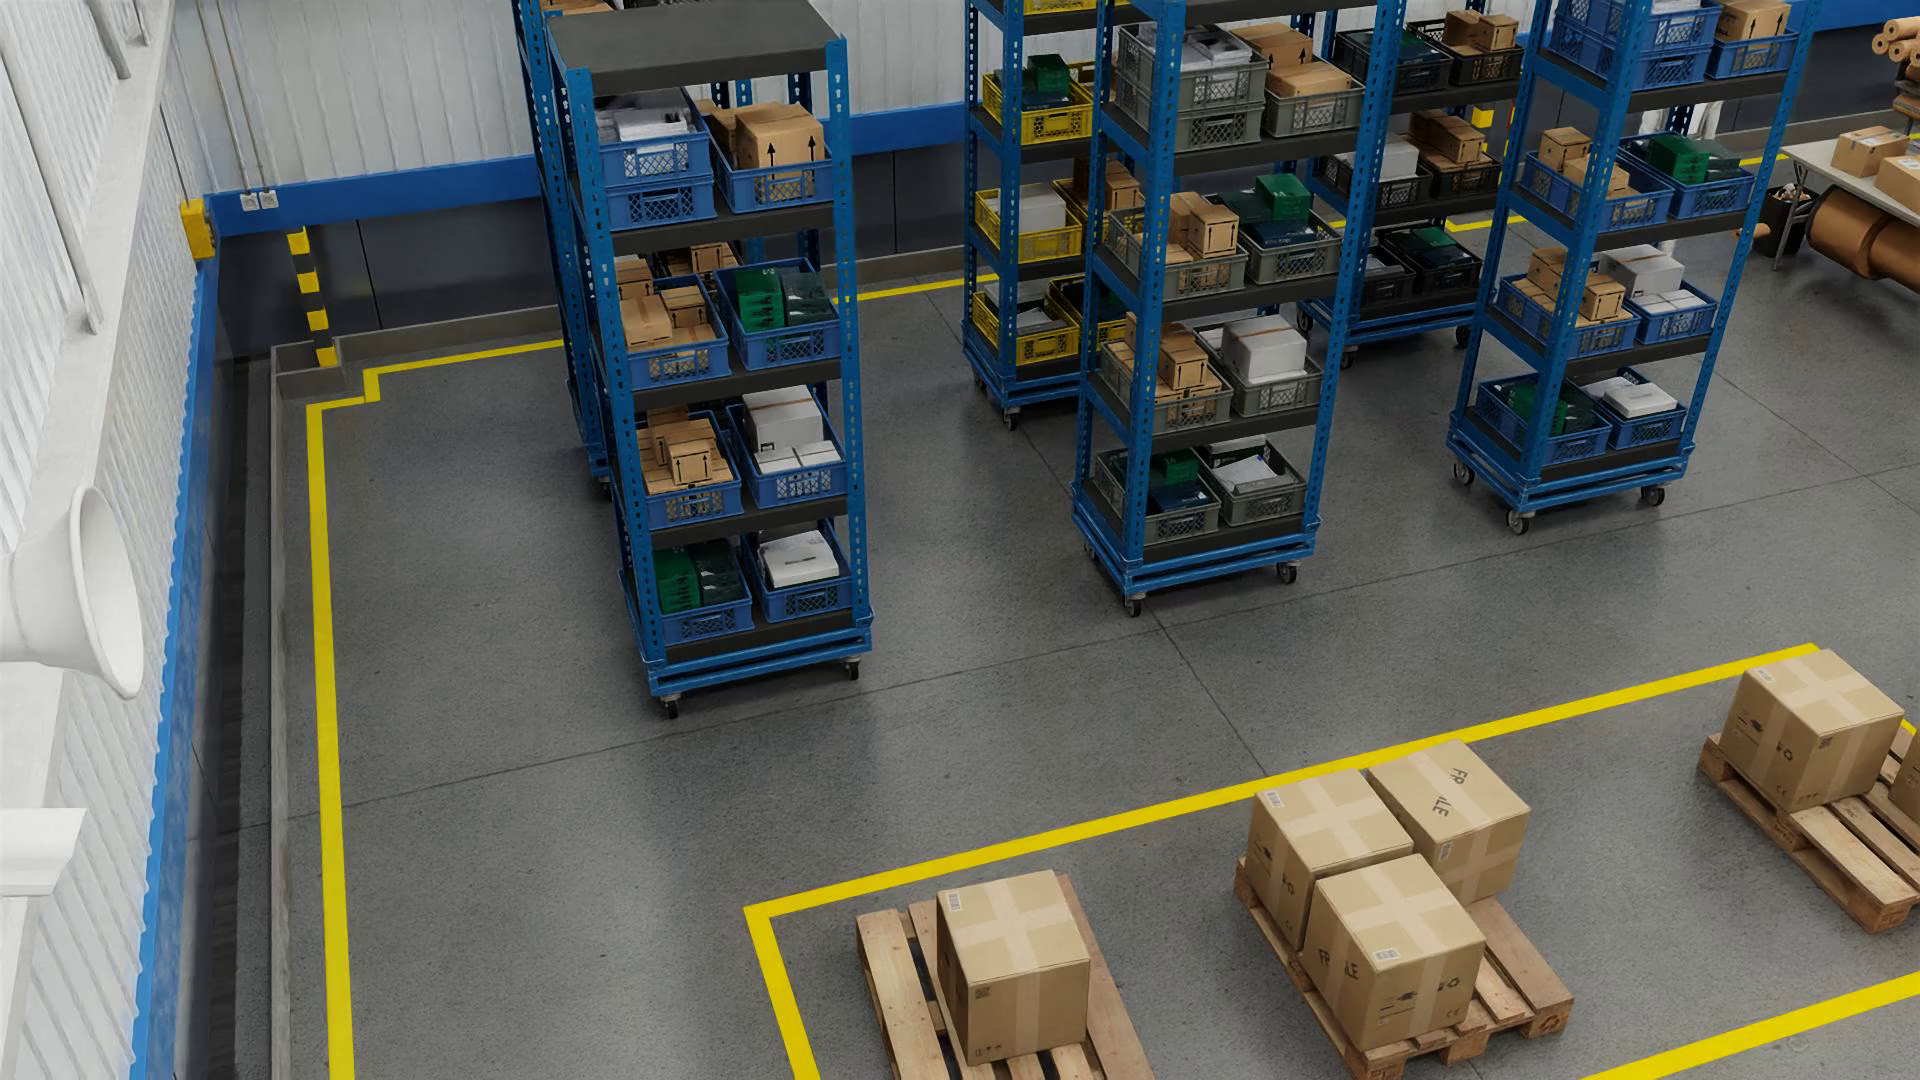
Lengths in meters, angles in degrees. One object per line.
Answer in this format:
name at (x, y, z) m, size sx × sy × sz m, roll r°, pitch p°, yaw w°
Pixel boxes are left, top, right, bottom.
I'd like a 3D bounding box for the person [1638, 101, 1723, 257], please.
person at (5.451, -2.925, 12.801) m, size 0.585 × 1.882 × 0.342 m, roll 1°, pitch 35°, yaw 1°
